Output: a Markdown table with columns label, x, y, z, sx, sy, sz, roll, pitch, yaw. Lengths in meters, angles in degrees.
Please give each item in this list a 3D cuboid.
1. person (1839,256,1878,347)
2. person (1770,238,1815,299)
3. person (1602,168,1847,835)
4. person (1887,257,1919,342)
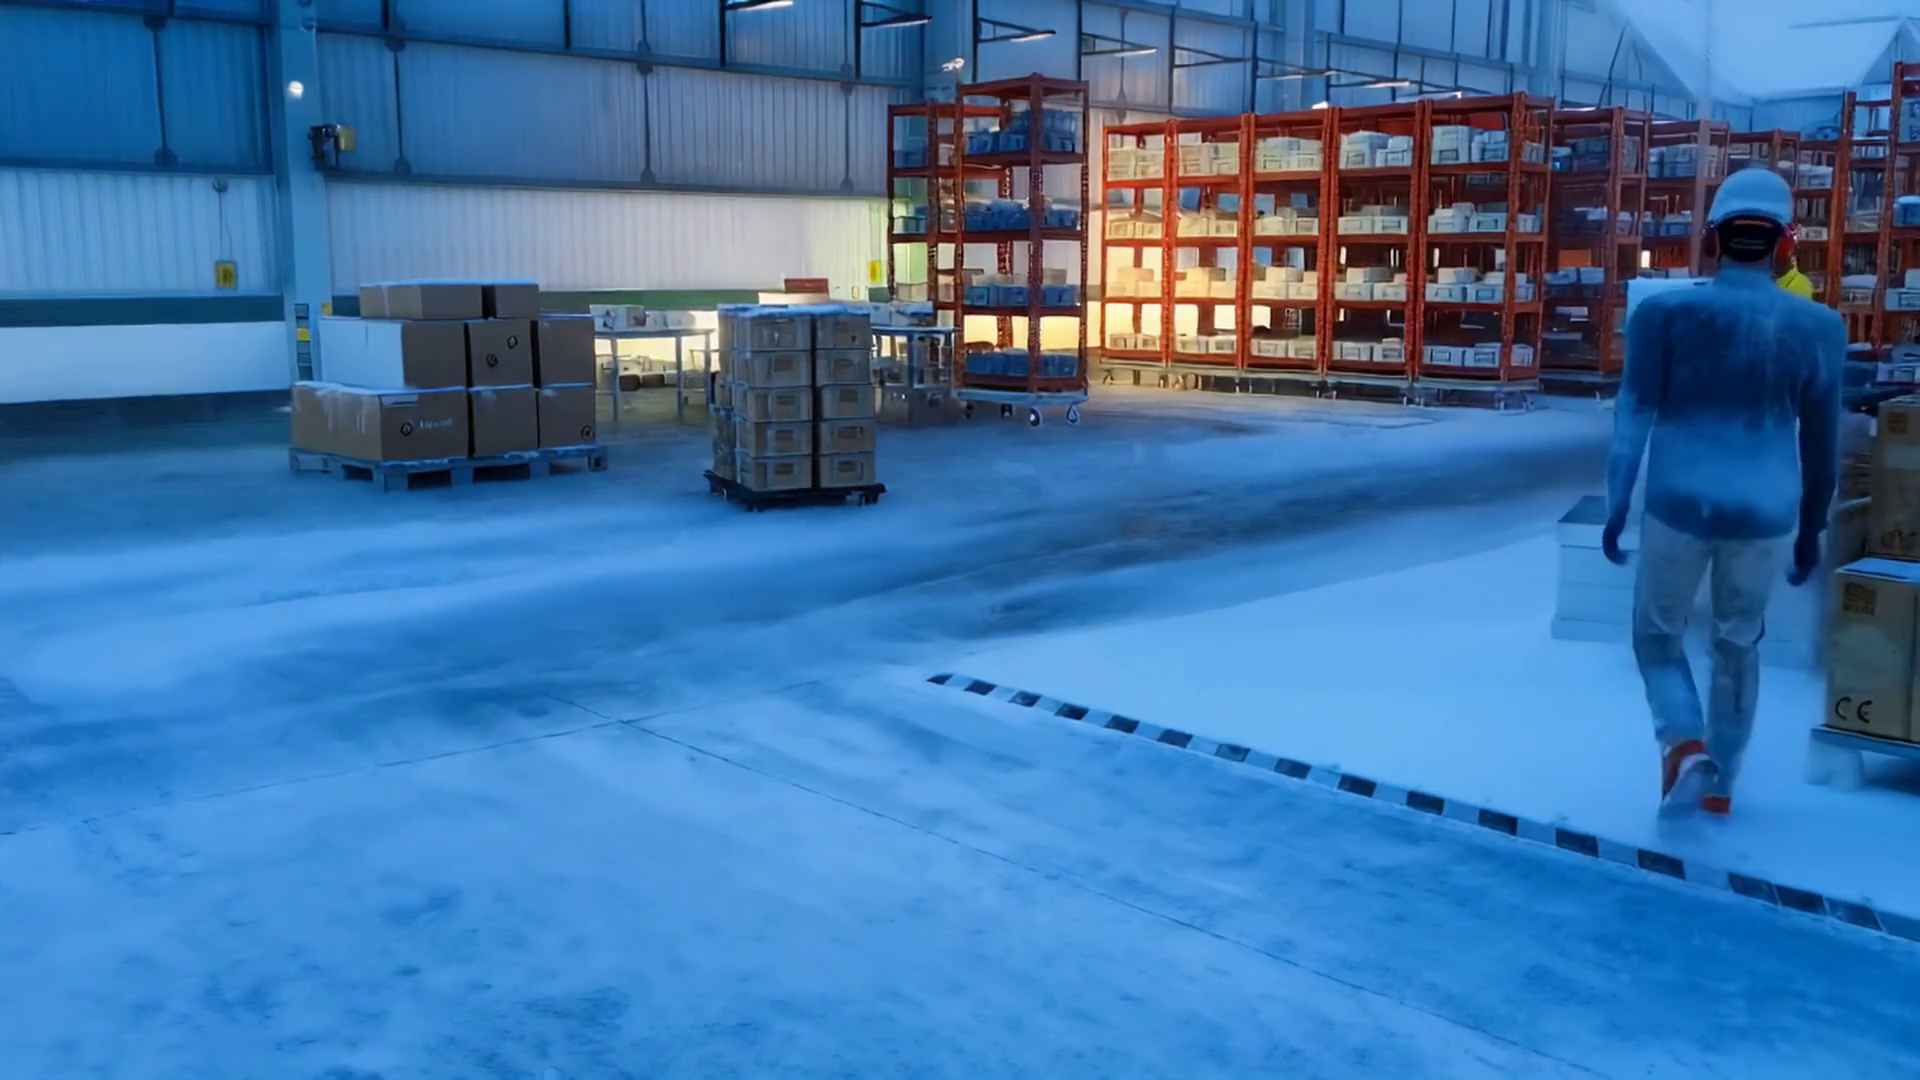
| label | x | y | z | sx | sy | sz | roll | pitch | yaw |
| --- | --- | --- | --- | --- | --- | --- | --- | --- | --- |
| person | 13.941 | -3.478 | 25.735 | 0.612 | 1.809 | 0.509 | 7 | 12 | 37 |
| person | 7.014 | -1.629 | 14.278 | 0.489 | 1.925 | 0.652 | 0 | 9 | 0 |
| person | 2.223 | -0.084 | 4.846 | 0.627 | 1.972 | 0.681 | 2 | 10 | 14 |
| person | 15.336 | -3.651 | 26.828 | 0.985 | 1.802 | 0.564 | -6 | 11 | -32 |
